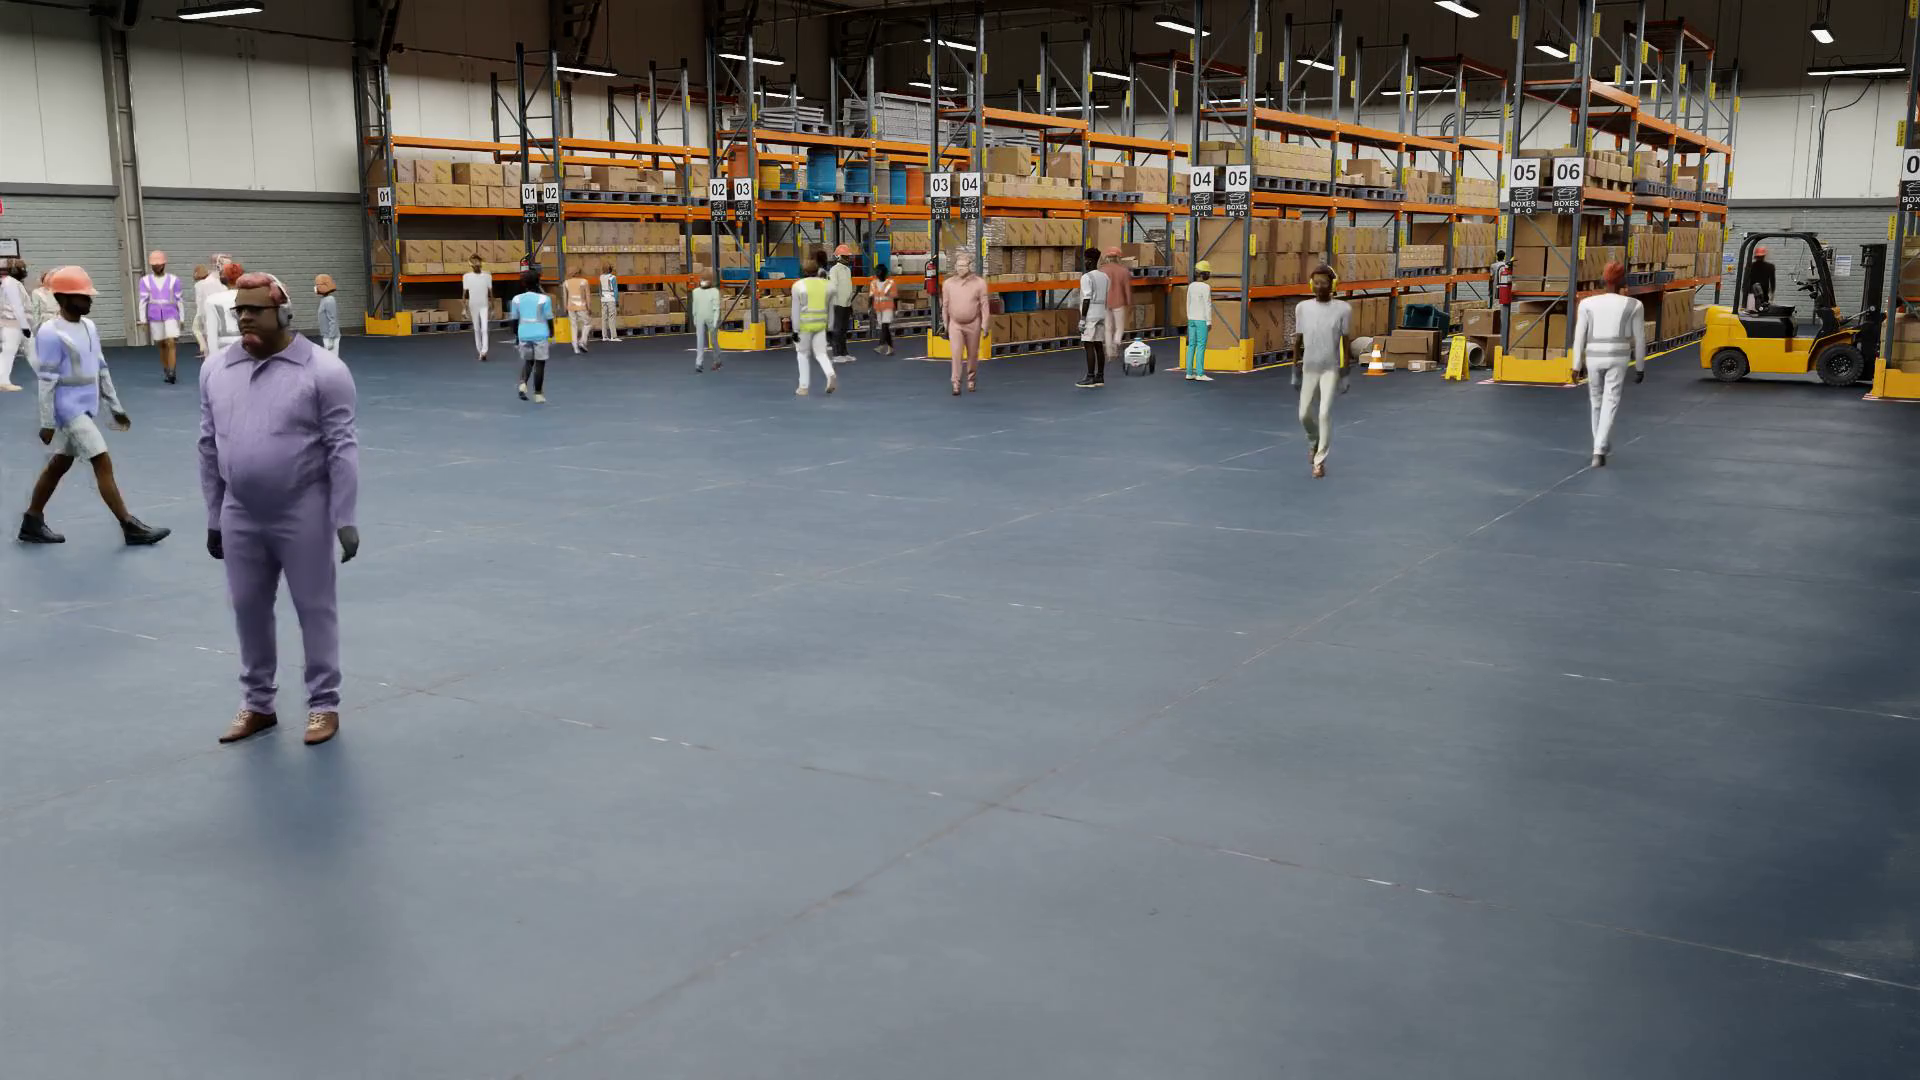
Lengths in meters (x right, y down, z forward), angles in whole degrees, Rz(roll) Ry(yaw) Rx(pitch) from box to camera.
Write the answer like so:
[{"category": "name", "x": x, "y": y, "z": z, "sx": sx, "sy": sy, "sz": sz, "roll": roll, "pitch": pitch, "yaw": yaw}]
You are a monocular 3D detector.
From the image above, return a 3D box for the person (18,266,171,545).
[{"category": "person", "x": -5.907, "y": -0.879, "z": 11.111, "sx": 1.047, "sy": 1.880, "sz": 0.546, "roll": -1, "pitch": 10, "yaw": -5}]

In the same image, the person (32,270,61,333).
[{"category": "person", "x": -13.338, "y": -3.148, "z": 24.465, "sx": 0.513, "sy": 1.634, "sz": 0.311, "roll": -8, "pitch": 13, "yaw": -39}]

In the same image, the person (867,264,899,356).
[{"category": "person", "x": -1.396, "y": -4.102, "z": 29.742, "sx": 0.540, "sy": 1.643, "sz": 0.918, "roll": 6, "pitch": 12, "yaw": 30}]

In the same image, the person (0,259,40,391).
[{"category": "person", "x": -12.868, "y": -2.954, "z": 22.903, "sx": 0.902, "sy": 1.799, "sz": 0.651, "roll": -4, "pitch": 11, "yaw": -24}]

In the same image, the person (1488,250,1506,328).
[{"category": "person", "x": 12.809, "y": -5.941, "z": 39.484, "sx": 0.509, "sy": 1.860, "sz": 0.334, "roll": 3, "pitch": 11, "yaw": 17}]

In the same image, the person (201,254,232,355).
[{"category": "person", "x": -9.610, "y": -2.812, "z": 21.924, "sx": 0.855, "sy": 1.874, "sz": 0.659, "roll": 2, "pitch": 10, "yaw": 11}]

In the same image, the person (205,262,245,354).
[{"category": "person", "x": -7.137, "y": -1.833, "z": 16.518, "sx": 0.585, "sy": 1.849, "sz": 0.949, "roll": -6, "pitch": 12, "yaw": -31}]

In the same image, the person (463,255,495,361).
[{"category": "person", "x": -8.262, "y": -3.969, "z": 28.536, "sx": 0.511, "sy": 1.813, "sz": 1.024, "roll": -2, "pitch": 10, "yaw": -12}]

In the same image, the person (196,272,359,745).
[{"category": "person", "x": -2.769, "y": -0.118, "z": 6.736, "sx": 0.650, "sy": 1.909, "sz": 0.401, "roll": 1, "pitch": 10, "yaw": 4}]

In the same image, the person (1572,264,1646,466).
[{"category": "person", "x": 6.000, "y": -1.621, "z": 15.359, "sx": 0.598, "sy": 1.829, "sz": 0.978, "roll": 6, "pitch": 12, "yaw": 31}]

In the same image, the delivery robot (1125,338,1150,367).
[{"category": "delivery robot", "x": 2.760, "y": -2.898, "z": 25.822, "sx": 0.477, "sy": 0.478, "sz": 0.707, "roll": 2, "pitch": 10, "yaw": 12}]

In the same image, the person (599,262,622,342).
[{"category": "person", "x": -7.224, "y": -4.899, "z": 34.244, "sx": 0.515, "sy": 1.645, "sz": 0.309, "roll": 7, "pitch": 12, "yaw": 35}]

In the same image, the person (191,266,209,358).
[{"category": "person", "x": -13.348, "y": -4.003, "z": 29.303, "sx": 0.517, "sy": 1.614, "sz": 0.523, "roll": 2, "pitch": 10, "yaw": 9}]

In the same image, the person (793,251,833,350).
[{"category": "person", "x": -2.708, "y": -4.519, "z": 31.449, "sx": 0.890, "sy": 1.889, "sz": 0.603, "roll": -5, "pitch": 11, "yaw": -26}]

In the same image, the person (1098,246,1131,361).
[{"category": "person", "x": 2.586, "y": -4.006, "z": 28.341, "sx": 0.643, "sy": 1.972, "sz": 0.685, "roll": 2, "pitch": 10, "yaw": 13}]

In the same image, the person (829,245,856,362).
[{"category": "person", "x": -2.010, "y": -4.044, "z": 28.472, "sx": 0.382, "sy": 1.995, "sz": 0.612, "roll": 4, "pitch": 11, "yaw": 22}]

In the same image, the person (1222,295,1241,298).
[{"category": "person", "x": 5.410, "y": -4.721, "z": 32.276, "sx": 0.616, "sy": 2.009, "sz": 1.037, "roll": 5, "pitch": 11, "yaw": 27}]

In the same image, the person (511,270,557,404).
[{"category": "person", "x": -5.364, "y": -2.554, "z": 20.998, "sx": 0.538, "sy": 1.684, "sz": 0.362, "roll": 2, "pitch": 10, "yaw": 12}]

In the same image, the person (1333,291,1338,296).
[{"category": "person", "x": 10.019, "y": -7.052, "z": 45.190, "sx": 0.535, "sy": 2.000, "sz": 0.684, "roll": 10, "pitch": 14, "yaw": 43}]

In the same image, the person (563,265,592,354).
[{"category": "person", "x": -6.984, "y": -4.204, "z": 30.386, "sx": 0.547, "sy": 1.624, "sz": 0.372, "roll": 1, "pitch": 10, "yaw": 8}]

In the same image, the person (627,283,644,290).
[{"category": "person", "x": -7.540, "y": -5.766, "z": 38.758, "sx": 0.533, "sy": 1.767, "sz": 0.325, "roll": 8, "pitch": 13, "yaw": 39}]

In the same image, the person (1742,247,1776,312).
[{"category": "person", "x": 17.103, "y": -5.294, "z": 35.636, "sx": 0.631, "sy": 1.925, "sz": 1.066, "roll": 5, "pitch": 11, "yaw": 24}]

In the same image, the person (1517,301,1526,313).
[{"category": "person", "x": 14.496, "y": -6.553, "z": 42.684, "sx": 0.353, "sy": 1.936, "sz": 0.635, "roll": 5, "pitch": 11, "yaw": 24}]

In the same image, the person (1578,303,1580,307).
[{"category": "person", "x": 13.538, "y": -5.386, "z": 36.425, "sx": 0.563, "sy": 1.838, "sz": 0.390, "roll": 2, "pitch": 10, "yaw": 12}]

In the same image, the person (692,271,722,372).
[{"category": "person", "x": -3.999, "y": -3.455, "z": 26.304, "sx": 0.503, "sy": 1.587, "sz": 0.802, "roll": 3, "pitch": 10, "yaw": 15}]

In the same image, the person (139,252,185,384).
[{"category": "person", "x": -11.528, "y": -3.197, "z": 24.001, "sx": 0.573, "sy": 1.887, "sz": 0.964, "roll": -4, "pitch": 11, "yaw": -19}]

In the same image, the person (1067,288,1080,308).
[{"category": "person", "x": 3.270, "y": -7.170, "z": 46.321, "sx": 1.059, "sy": 1.883, "sz": 0.650, "roll": -5, "pitch": 11, "yaw": -28}]

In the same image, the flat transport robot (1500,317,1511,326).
[{"category": "flat transport robot", "x": 13.357, "y": -5.281, "z": 40.226, "sx": 0.652, "sy": 0.197, "sz": 1.431, "roll": -3, "pitch": 11, "yaw": -17}]

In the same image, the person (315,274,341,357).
[{"category": "person", "x": -7.953, "y": -2.524, "z": 20.967, "sx": 0.268, "sy": 1.630, "sz": 0.507, "roll": -5, "pitch": 11, "yaw": -26}]

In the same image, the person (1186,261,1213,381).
[{"category": "person", "x": 3.551, "y": -3.224, "z": 24.523, "sx": 0.326, "sy": 1.765, "sz": 0.533, "roll": -5, "pitch": 11, "yaw": -26}]

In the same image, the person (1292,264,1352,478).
[{"category": "person", "x": 3.174, "y": -1.486, "z": 14.565, "sx": 0.515, "sy": 1.855, "sz": 0.635, "roll": 4, "pitch": 11, "yaw": 22}]

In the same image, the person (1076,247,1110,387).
[{"category": "person", "x": 1.866, "y": -3.142, "z": 23.492, "sx": 0.361, "sy": 1.964, "sz": 0.616, "roll": 7, "pitch": 12, "yaw": 36}]

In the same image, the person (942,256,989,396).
[{"category": "person", "x": 0.080, "y": -2.895, "z": 22.436, "sx": 0.654, "sy": 1.861, "sz": 0.989, "roll": 1, "pitch": 10, "yaw": 5}]

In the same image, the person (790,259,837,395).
[{"category": "person", "x": -1.940, "y": -2.818, "z": 22.096, "sx": 0.632, "sy": 1.821, "sz": 0.731, "roll": -7, "pitch": 12, "yaw": -33}]
